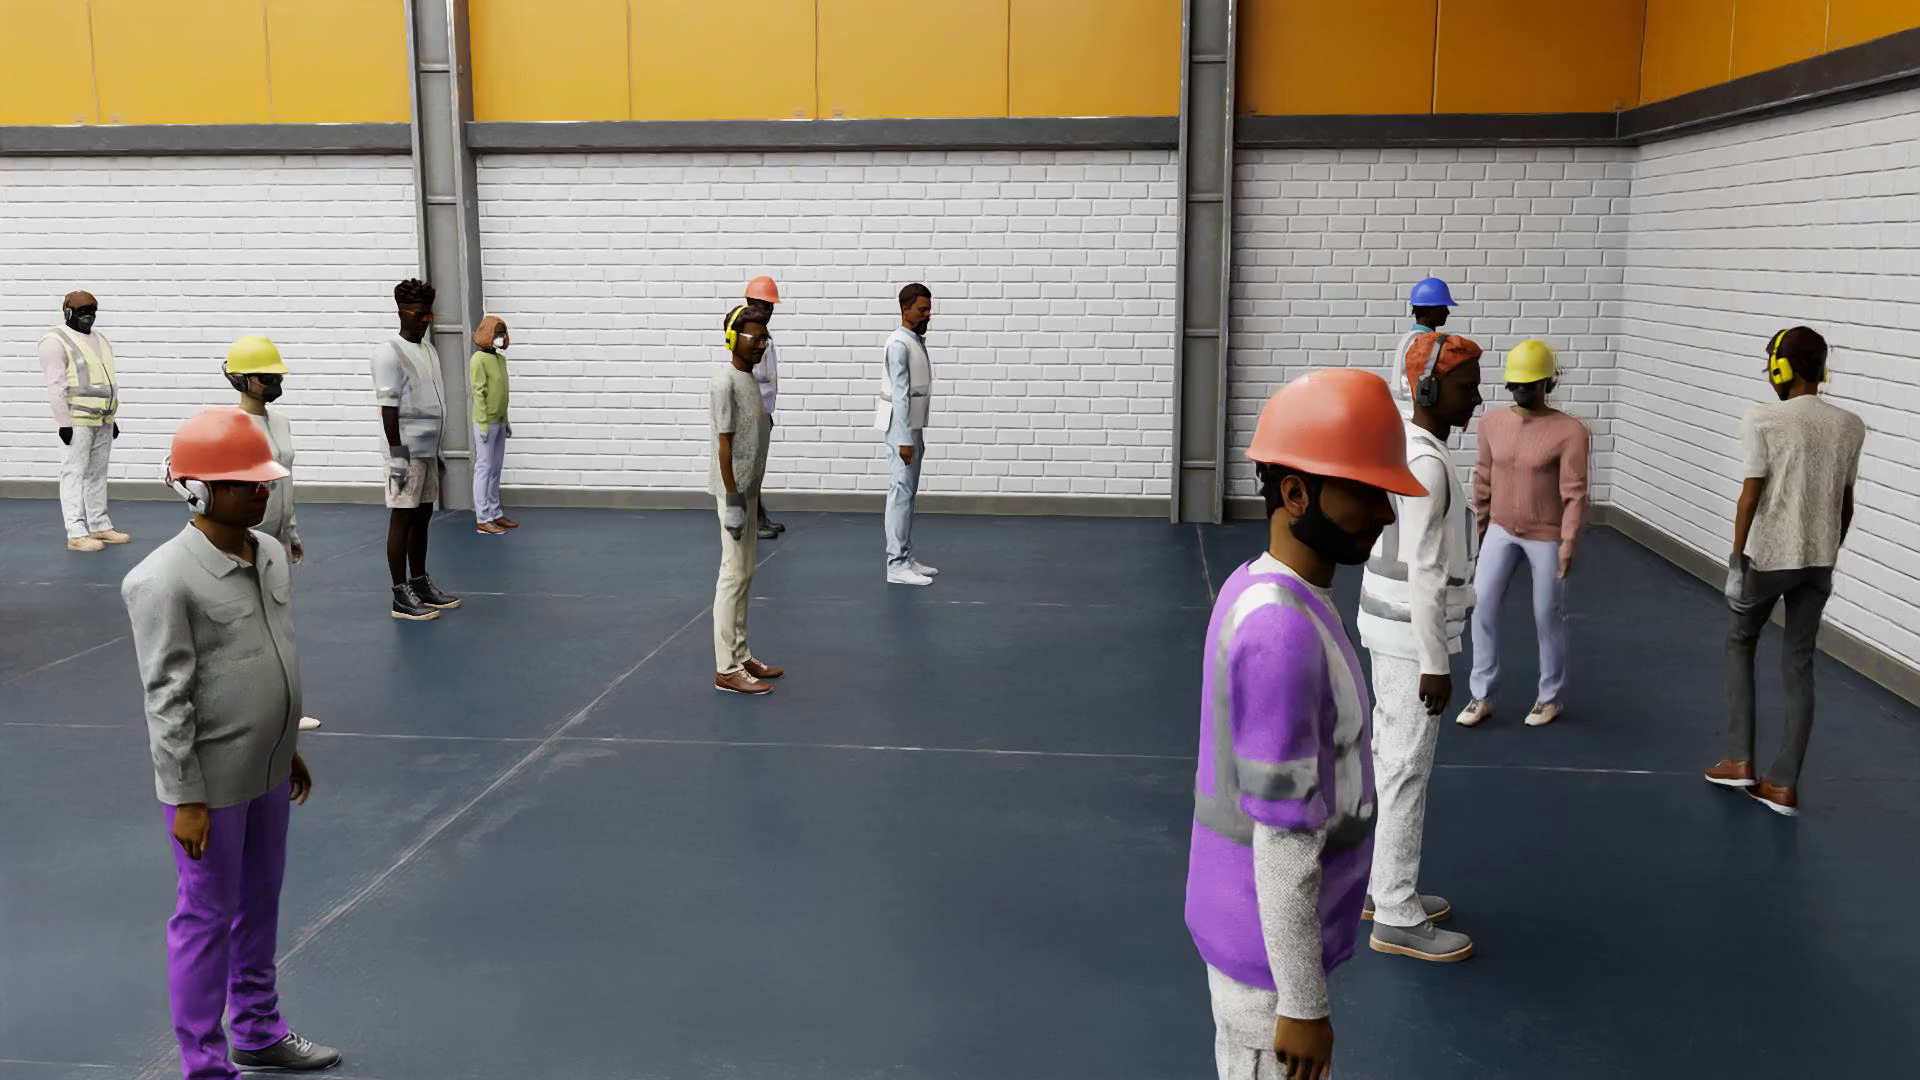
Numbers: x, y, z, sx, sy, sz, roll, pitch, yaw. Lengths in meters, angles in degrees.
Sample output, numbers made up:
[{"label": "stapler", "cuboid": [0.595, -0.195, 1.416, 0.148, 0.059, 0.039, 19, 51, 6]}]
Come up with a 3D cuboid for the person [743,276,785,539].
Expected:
[{"label": "person", "cuboid": [-1.481, -0.980, 12.332, 0.376, 1.933, 0.544, 1, 10, 8]}]

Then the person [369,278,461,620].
[{"label": "person", "cuboid": [-3.170, -0.531, 9.675, 0.373, 1.962, 0.605, 1, 10, 8]}]

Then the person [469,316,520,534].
[{"label": "person", "cuboid": [-3.526, -0.871, 12.565, 0.285, 1.632, 0.499, 1, 10, 8]}]

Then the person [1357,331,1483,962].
[{"label": "person", "cuboid": [1.395, 0.314, 5.067, 0.360, 1.882, 0.574, 1, 10, 8]}]

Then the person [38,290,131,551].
[{"label": "person", "cuboid": [-6.228, -0.852, 11.874, 0.430, 1.840, 0.622, 1, 10, 8]}]

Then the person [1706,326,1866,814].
[{"label": "person", "cuboid": [3.156, 0.105, 6.395, 0.541, 1.833, 0.605, 0, 10, -2]}]

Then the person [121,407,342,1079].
[{"label": "person", "cuboid": [-1.771, 0.546, 4.102, 0.335, 1.753, 0.563, 1, 10, 8]}]

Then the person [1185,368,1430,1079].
[{"label": "person", "cuboid": [0.579, 0.671, 2.882, 0.376, 1.933, 0.544, 1, 10, 8]}]

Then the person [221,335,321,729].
[{"label": "person", "cuboid": [-3.000, 0.004, 7.173, 0.325, 1.769, 0.524, 1, 10, 8]}]

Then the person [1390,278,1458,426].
[{"label": "person", "cuboid": [2.935, -0.690, 10.623, 0.398, 1.949, 0.604, 1, 10, 8]}]

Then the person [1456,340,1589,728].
[{"label": "person", "cuboid": [2.457, -0.007, 7.312, 0.591, 1.733, 0.692, 10, 14, 44]}]

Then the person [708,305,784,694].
[{"label": "person", "cuboid": [-1.041, -0.200, 8.069, 0.334, 1.864, 0.521, 1, 10, 8]}]

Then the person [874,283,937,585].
[{"label": "person", "cuboid": [-0.342, -0.682, 10.684, 0.398, 1.915, 0.588, 1, 10, 8]}]
